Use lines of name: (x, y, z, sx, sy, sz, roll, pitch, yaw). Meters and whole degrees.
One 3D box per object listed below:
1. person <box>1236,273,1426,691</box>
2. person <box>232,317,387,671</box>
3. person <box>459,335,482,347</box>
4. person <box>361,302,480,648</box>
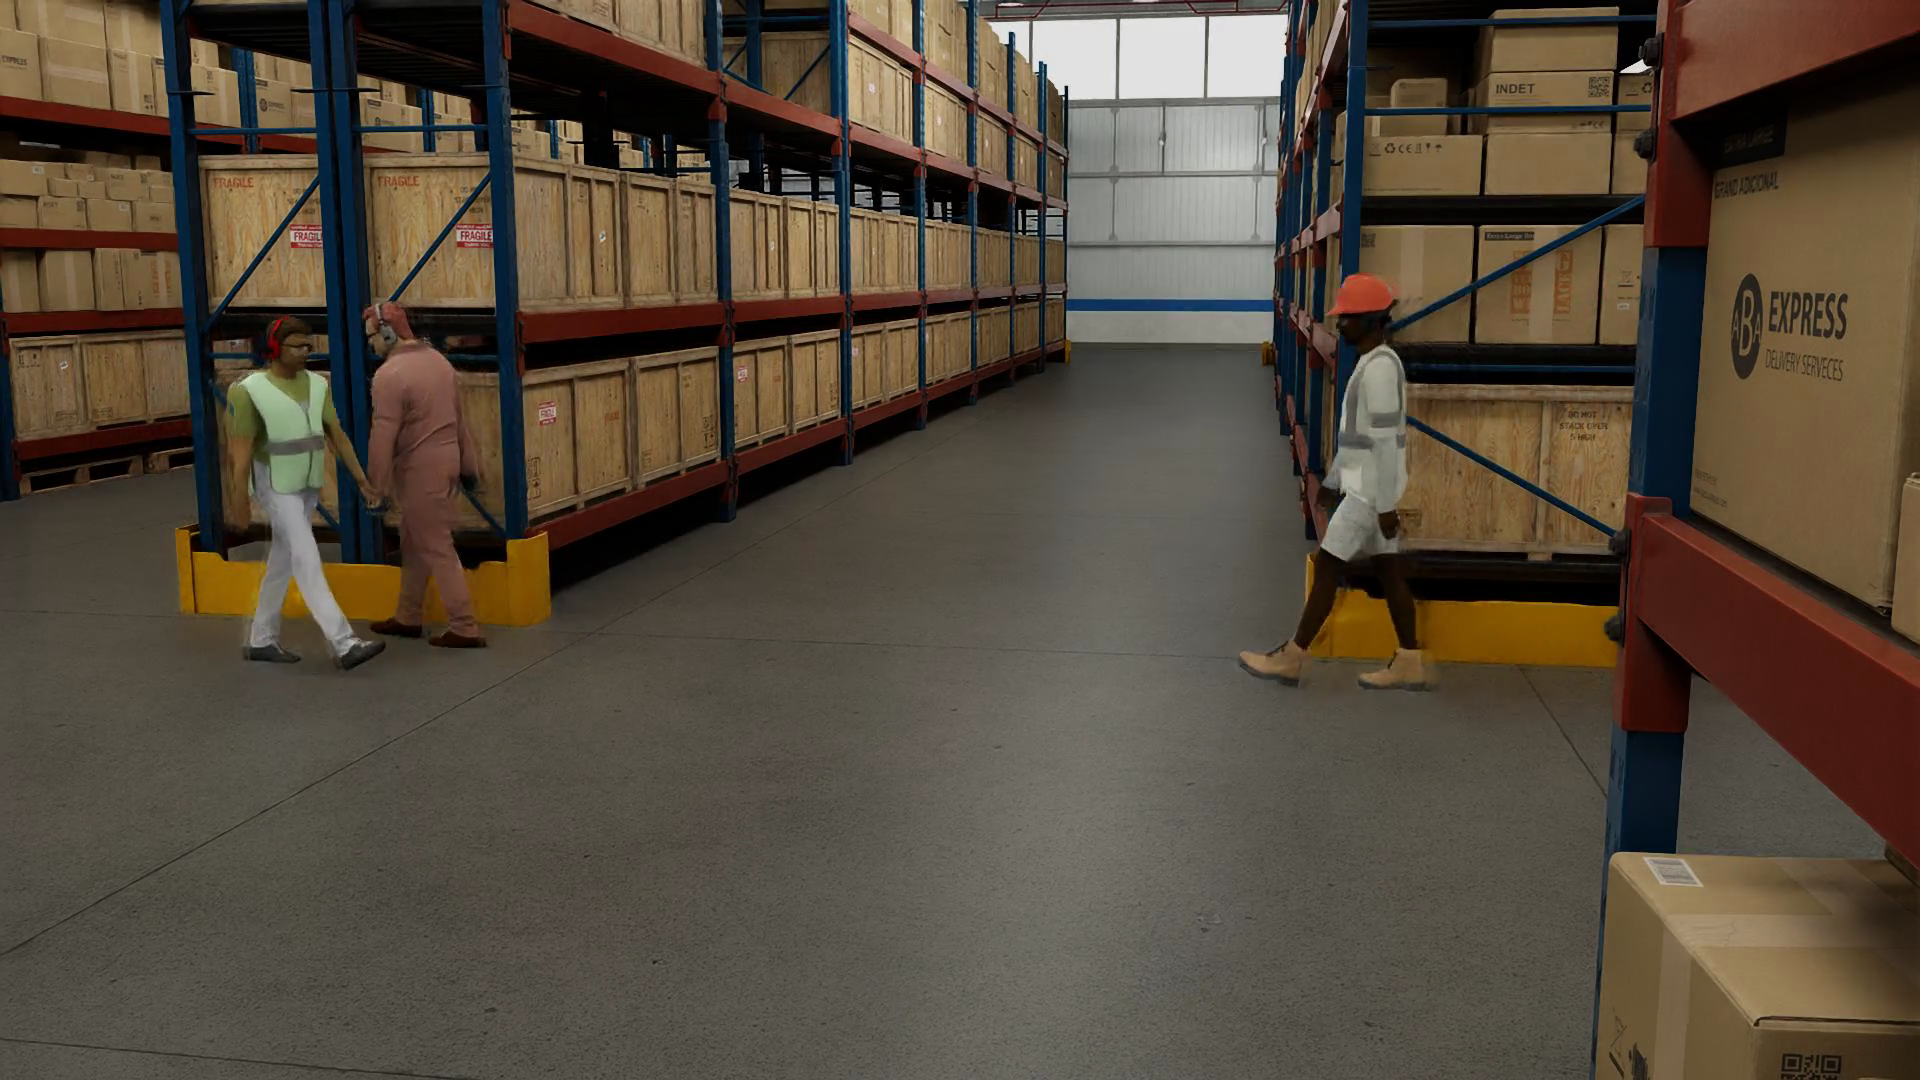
person: (1.815, -0.260, 7.991, 0.983, 1.998, 0.621, 3, 10, 16)
person: (-3.287, -0.221, 8.417, 0.980, 1.786, 0.563, 3, 10, 16)
person: (-4.919, -1.673, 17.189, 0.658, 1.860, 0.954, 1, 9, 6)
person: (-2.970, -0.335, 8.917, 0.849, 1.858, 0.718, 2, 9, 10)
